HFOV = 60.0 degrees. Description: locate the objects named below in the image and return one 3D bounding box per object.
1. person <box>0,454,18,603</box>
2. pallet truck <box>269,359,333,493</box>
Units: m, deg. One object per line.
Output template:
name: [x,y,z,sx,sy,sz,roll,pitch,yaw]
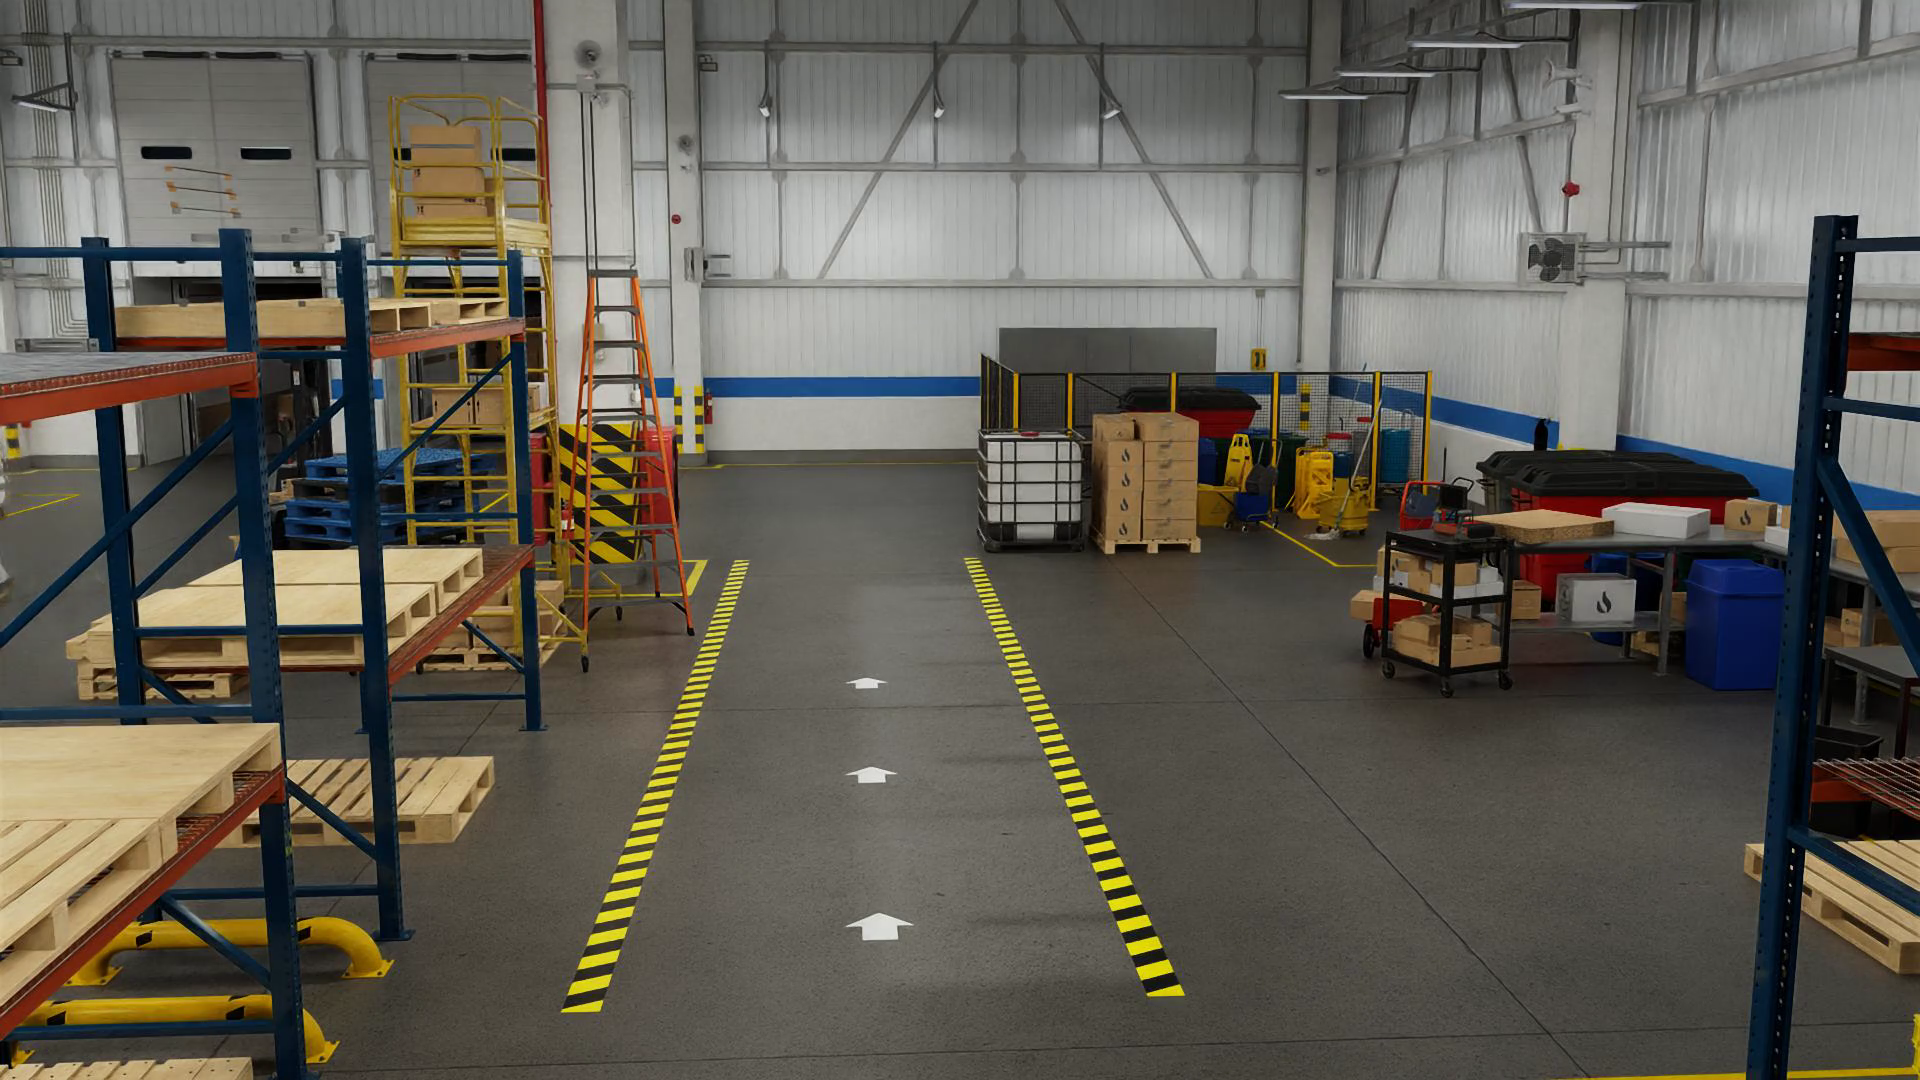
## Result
person: [-8.537,-0.345,14.457,0.423,1.865,0.599,-7,11,-38]
pallet truck: [-7.062,-1.131,18.996,1.885,1.965,0.823,2,9,13]
